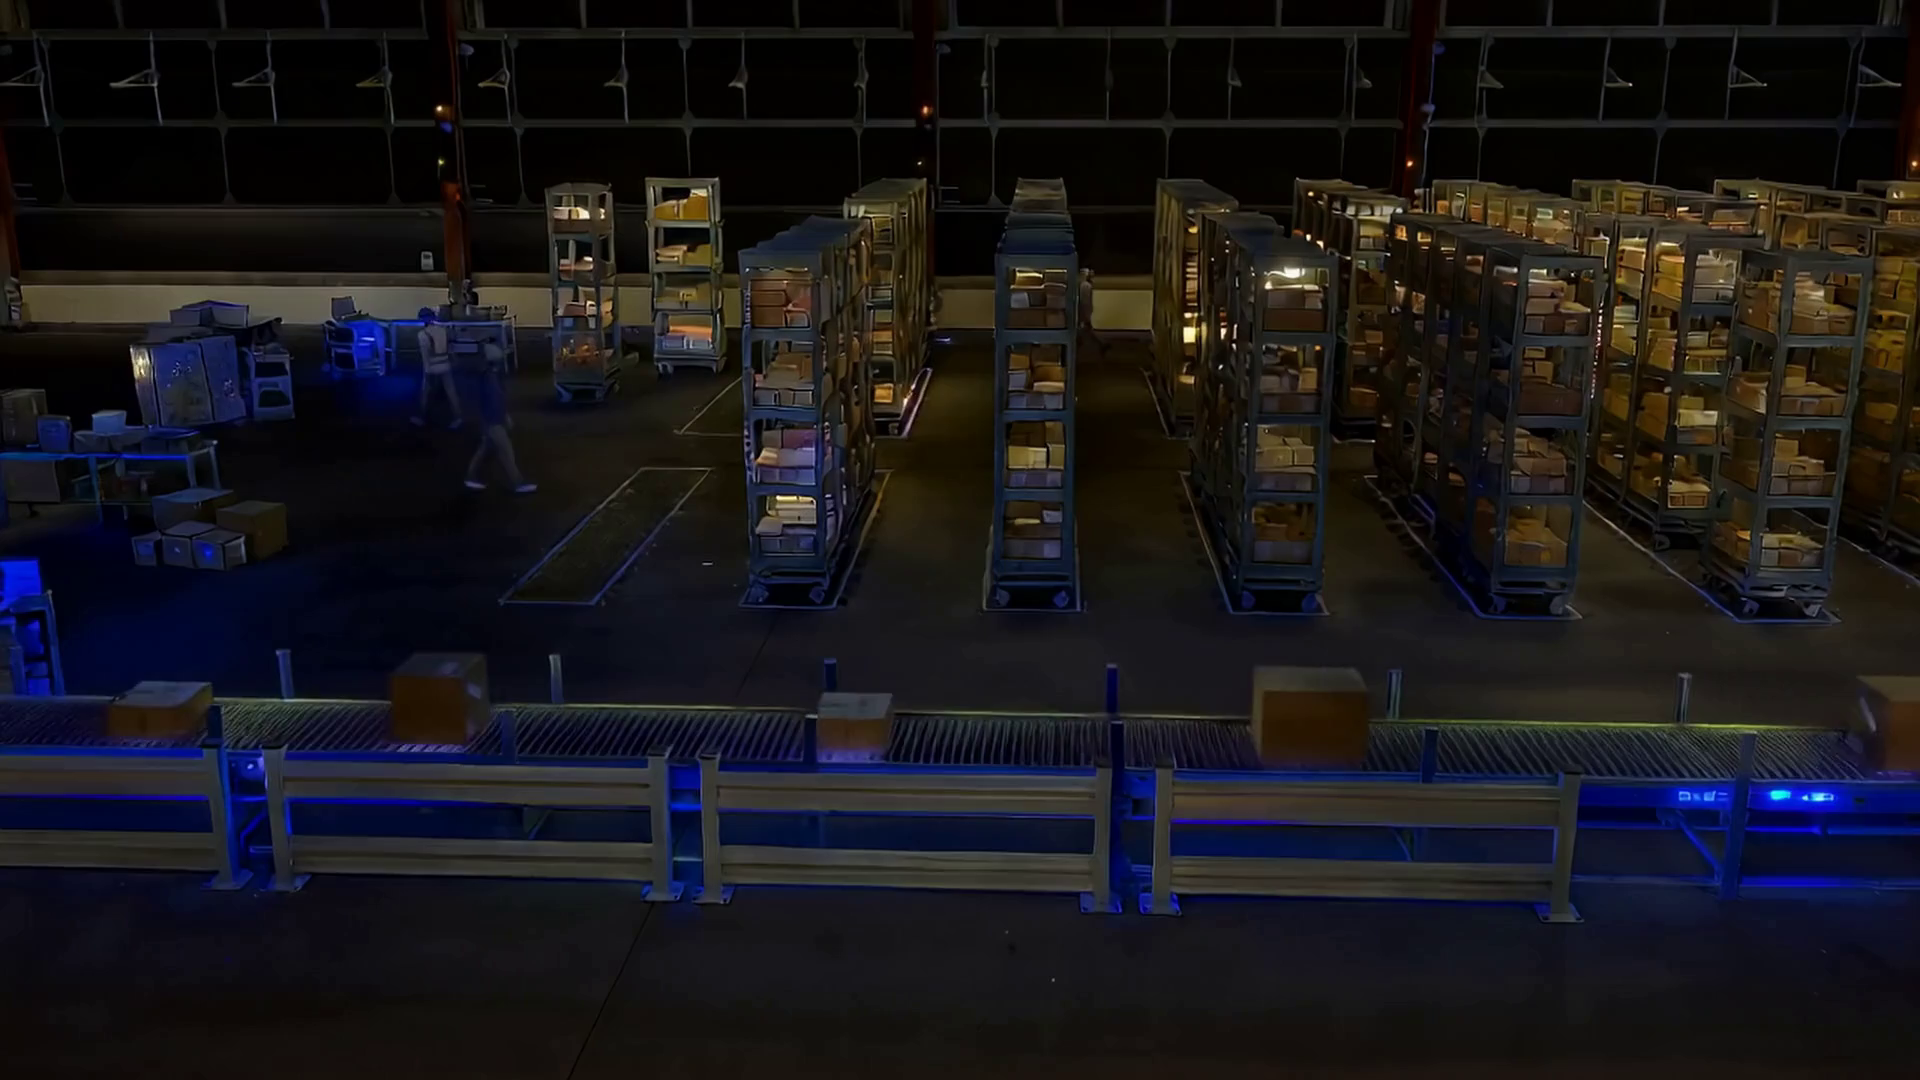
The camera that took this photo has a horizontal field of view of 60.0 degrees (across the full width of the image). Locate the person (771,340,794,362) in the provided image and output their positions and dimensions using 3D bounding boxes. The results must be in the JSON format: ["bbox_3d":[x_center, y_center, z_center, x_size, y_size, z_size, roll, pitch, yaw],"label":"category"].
[{"bbox_3d":[-2.912,-3.220,28.119,0.618,1.780,0.949,-3,15,-13],"label":"person"}]

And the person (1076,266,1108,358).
[{"bbox_3d":[2.511,-4.474,32.703,0.699,1.823,0.577,5,16,17],"label":"person"}]

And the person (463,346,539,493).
[{"bbox_3d":[-6.094,-1.563,21.675,0.992,1.951,0.620,-2,15,-6],"label":"person"}]

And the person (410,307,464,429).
[{"bbox_3d":[-8.170,-2.673,25.903,0.978,1.887,0.615,9,18,31],"label":"person"}]
